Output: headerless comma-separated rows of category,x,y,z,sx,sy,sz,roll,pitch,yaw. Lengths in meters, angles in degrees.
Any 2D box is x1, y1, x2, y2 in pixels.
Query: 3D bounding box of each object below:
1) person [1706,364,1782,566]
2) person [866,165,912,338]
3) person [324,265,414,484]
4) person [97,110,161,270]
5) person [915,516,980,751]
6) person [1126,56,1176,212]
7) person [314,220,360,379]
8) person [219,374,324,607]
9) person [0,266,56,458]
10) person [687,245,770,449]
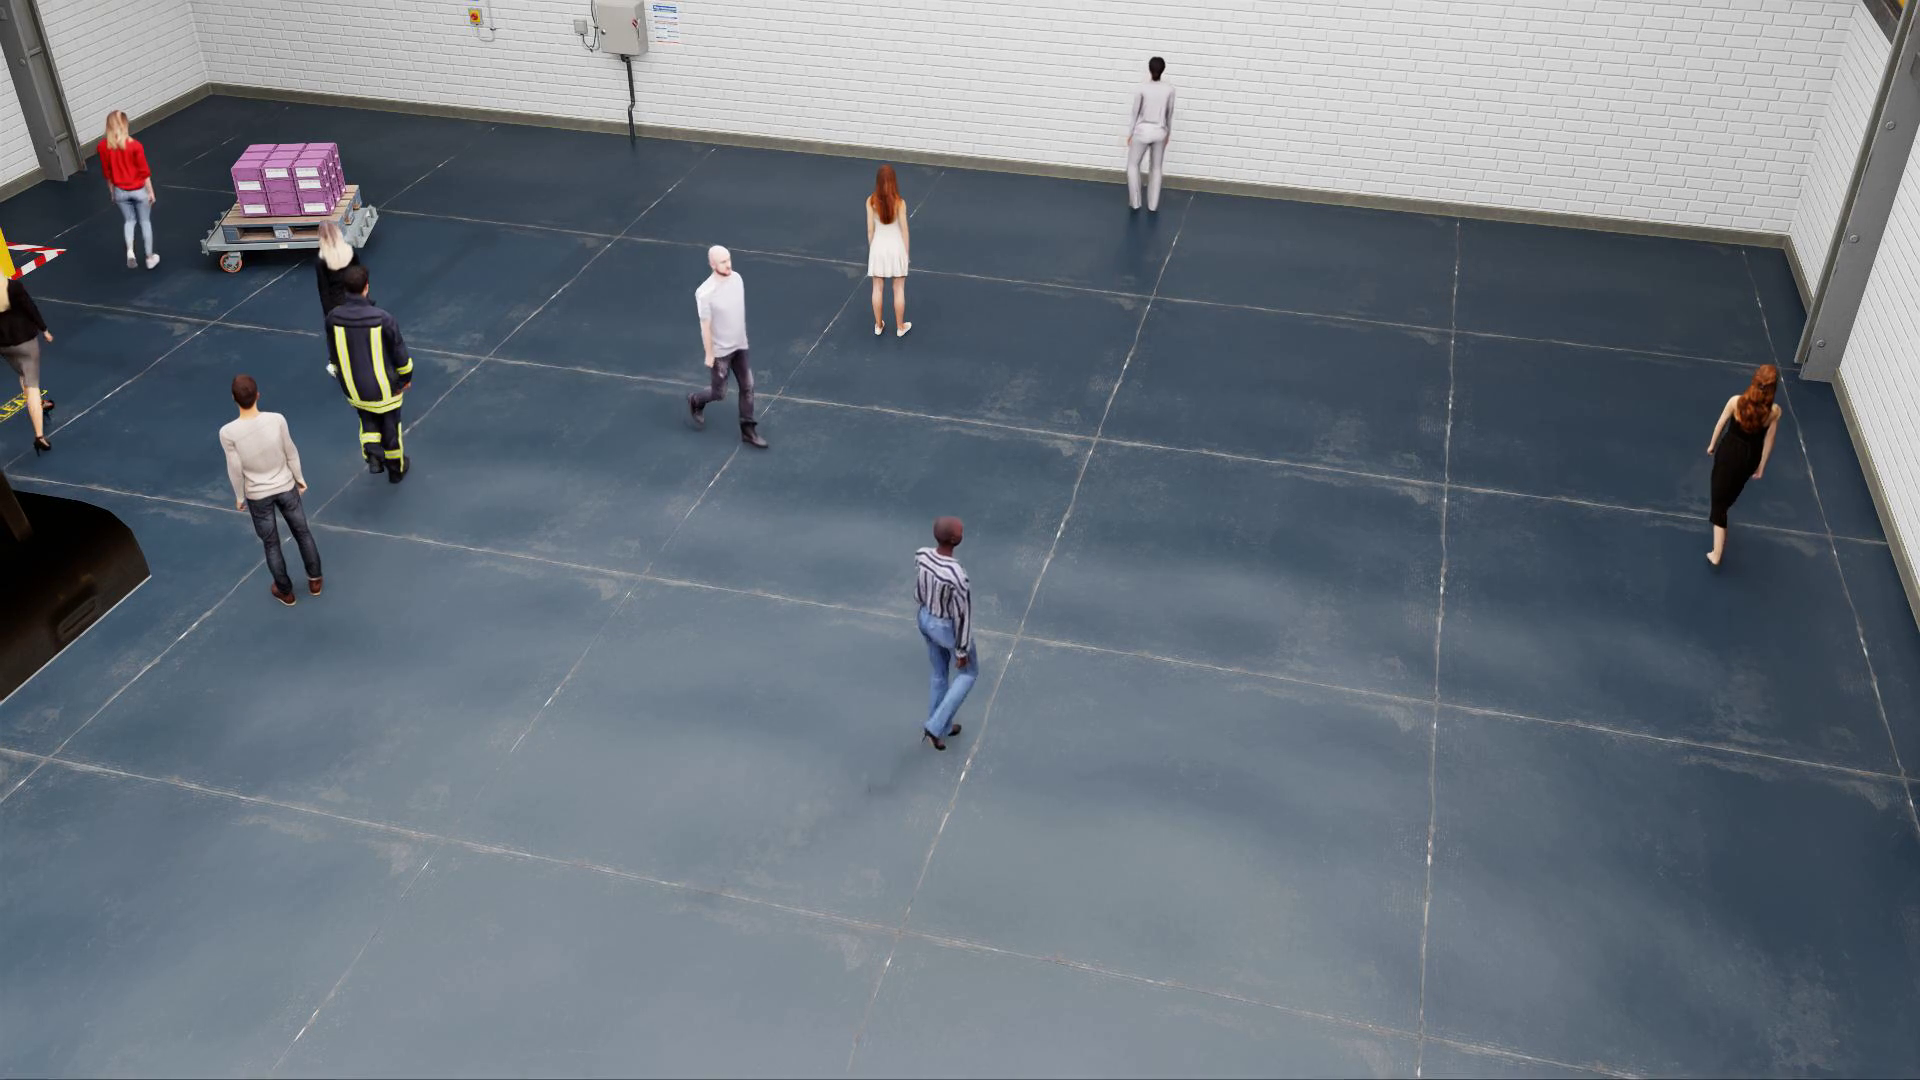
person,5.936,-0.544,12.718,0.571,1.567,1.127,8,34,11
person,-0.689,-2.773,15.939,0.567,1.712,0.531,6,34,10
person,-4.809,-1.285,13.519,0.872,1.914,0.819,0,34,0
person,-8.544,-3.544,17.127,0.786,1.682,0.896,-6,34,-9
person,-0.172,0.652,10.722,0.787,1.783,0.837,27,42,35
person,2.114,-4.508,18.531,0.746,1.732,0.709,-5,34,-7
person,-5.430,-2.018,14.852,1.013,1.659,0.984,-28,43,-35
person,-5.046,-0.359,12.170,0.715,1.866,0.801,-22,39,-29
person,-7.949,-1.551,14.016,0.895,1.807,1.149,-5,34,-8
person,-2.048,-1.663,14.181,1.012,1.810,1.130,23,40,31
